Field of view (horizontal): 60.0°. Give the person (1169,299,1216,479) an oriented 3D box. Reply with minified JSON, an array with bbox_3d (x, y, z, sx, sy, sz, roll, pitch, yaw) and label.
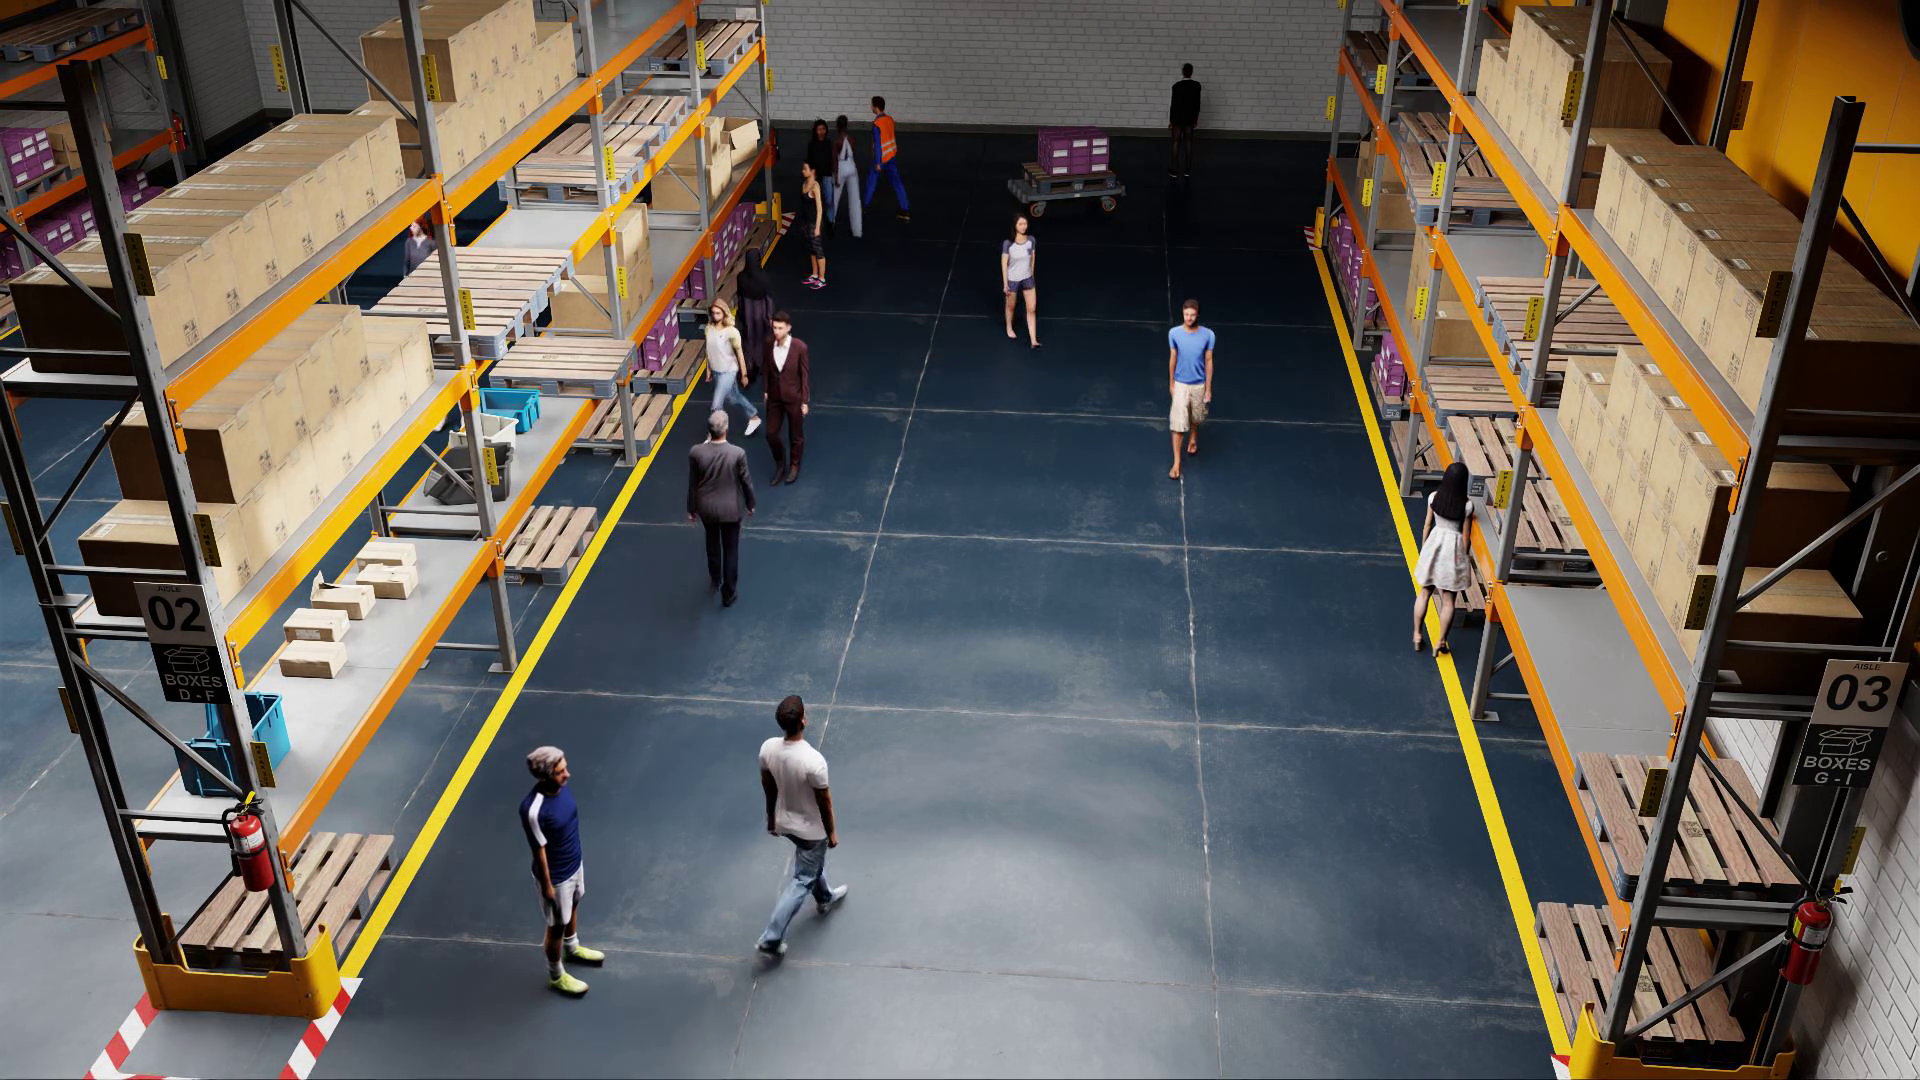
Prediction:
[{"bbox_3d":[2.418,-1.657,17.344,0.692,1.841,1.210,4,29,7],"label":"person"}]

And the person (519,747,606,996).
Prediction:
[{"bbox_3d":[-2.556,2.056,10.542,0.703,1.836,0.518,6,29,10],"label":"person"}]

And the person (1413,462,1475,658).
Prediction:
[{"bbox_3d":[4.102,0.160,14.088,0.777,1.769,0.803,19,34,31],"label":"person"}]

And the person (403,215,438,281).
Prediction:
[{"bbox_3d":[-6.378,-3.116,20.148,0.893,1.718,1.251,13,31,23],"label":"person"}]

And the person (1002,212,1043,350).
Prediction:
[{"bbox_3d":[0.690,-3.199,20.360,0.921,1.660,1.182,-10,30,-17],"label":"person"}]

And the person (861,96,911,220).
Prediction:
[{"bbox_3d":[-1.053,-5.599,24.610,1.165,1.803,1.314,17,33,29],"label":"person"}]

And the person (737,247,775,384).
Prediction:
[{"bbox_3d":[-2.399,-2.602,19.333,0.634,1.596,1.029,4,29,7],"label":"person"}]

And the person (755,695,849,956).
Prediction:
[{"bbox_3d":[-1.082,1.899,10.846,1.101,1.820,1.276,22,36,35],"label":"person"}]

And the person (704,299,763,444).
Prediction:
[{"bbox_3d":[-2.448,-1.800,17.779,1.043,1.675,1.240,21,35,33],"label":"person"}]

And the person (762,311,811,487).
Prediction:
[{"bbox_3d":[-1.750,-1.497,17.037,0.770,1.854,0.744,8,30,14],"label":"person"}]

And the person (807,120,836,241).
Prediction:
[{"bbox_3d":[-2.019,-5.246,24.105,0.798,1.668,1.133,-7,29,-12],"label":"person"}]

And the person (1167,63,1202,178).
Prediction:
[{"bbox_3d":[3.601,-6.745,26.713,0.749,1.801,0.717,-5,29,-10],"label":"person"}]

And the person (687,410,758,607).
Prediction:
[{"bbox_3d":[-2.144,-0.250,14.784,0.763,1.823,0.791,2,29,3],"label":"person"}]

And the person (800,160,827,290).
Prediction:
[{"bbox_3d":[-1.942,-4.221,22.160,0.717,1.730,0.631,-15,32,-26],"label":"person"}]

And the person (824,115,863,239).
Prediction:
[{"bbox_3d":[-1.583,-5.182,23.918,1.028,1.735,1.165,-18,33,-29],"label":"person"}]
